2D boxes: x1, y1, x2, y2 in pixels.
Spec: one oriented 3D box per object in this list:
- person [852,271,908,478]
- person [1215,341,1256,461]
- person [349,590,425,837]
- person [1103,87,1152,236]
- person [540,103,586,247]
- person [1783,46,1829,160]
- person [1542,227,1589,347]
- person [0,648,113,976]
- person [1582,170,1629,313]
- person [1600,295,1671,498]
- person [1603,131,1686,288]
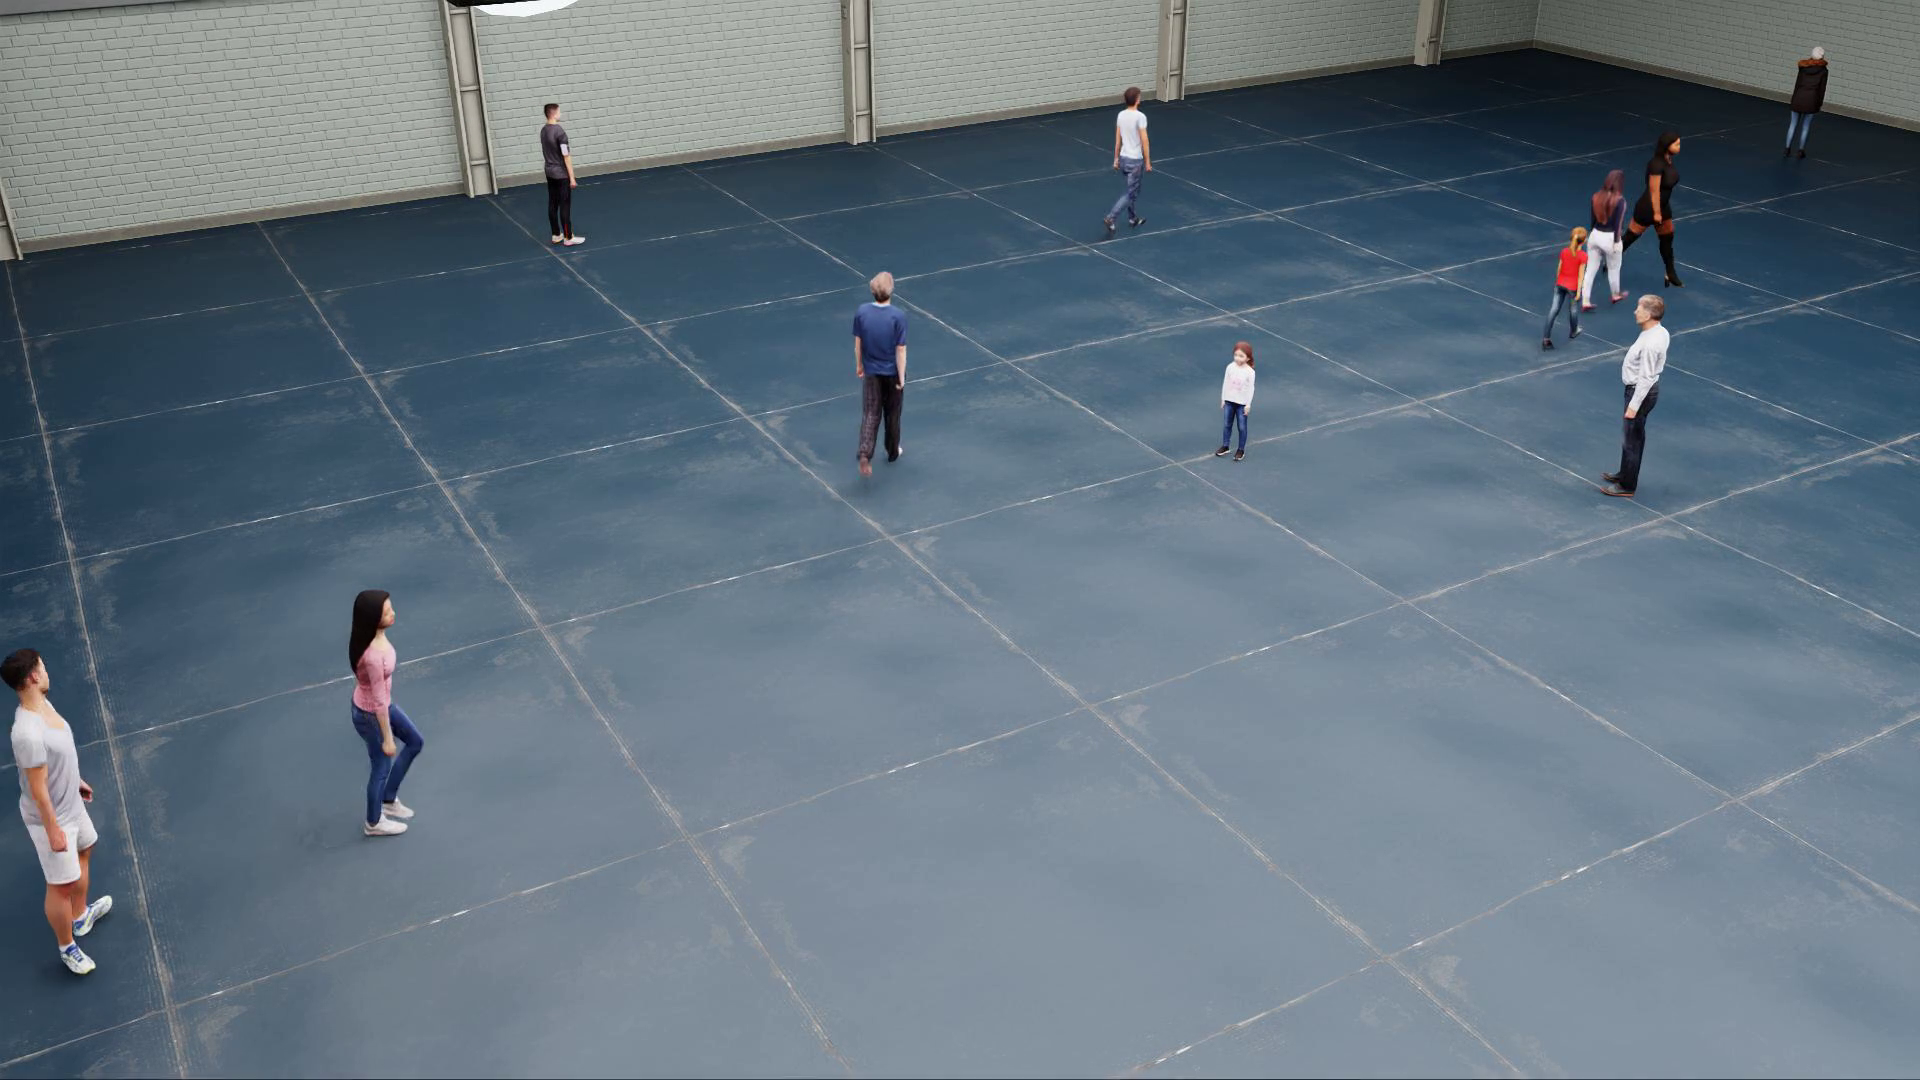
[{"bbox_3d":[-0.717,-1.438,14.737,1.106,1.845,1.147,7,28,12],"label":"person"},{"bbox_3d":[2.545,-1.293,15.255,0.524,1.112,0.573,17,32,30],"label":"person"},{"bbox_3d":[-3.590,1.059,10.024,0.748,1.719,0.696,-6,28,-11],"label":"person"},{"bbox_3d":[2.147,-4.830,21.330,1.163,1.838,0.763,-22,34,-36],"label":"person"},{"bbox_3d":[-5.080,-4.618,21.004,0.704,1.762,0.645,22,34,36],"label":"person"},{"bbox_3d":[12.676,-6.568,24.930,0.708,1.633,0.726,17,32,30],"label":"person"},{"bbox_3d":[6.449,-2.671,17.751,0.656,1.277,0.957,24,36,38],"label":"person"},{"bbox_3d":[-4.976,1.477,9.101,0.636,1.821,0.860,-4,28,-8],"label":"person"},{"bbox_3d":[7.196,-3.325,18.697,0.983,1.573,0.700,-18,32,-31],"label":"person"},{"bbox_3d":[5.893,-1.257,14.417,0.799,1.815,0.697,12,30,23],"label":"person"},{"bbox_3d":[8.002,-3.845,19.462,0.953,1.798,1.207,23,35,37],"label":"person"}]
